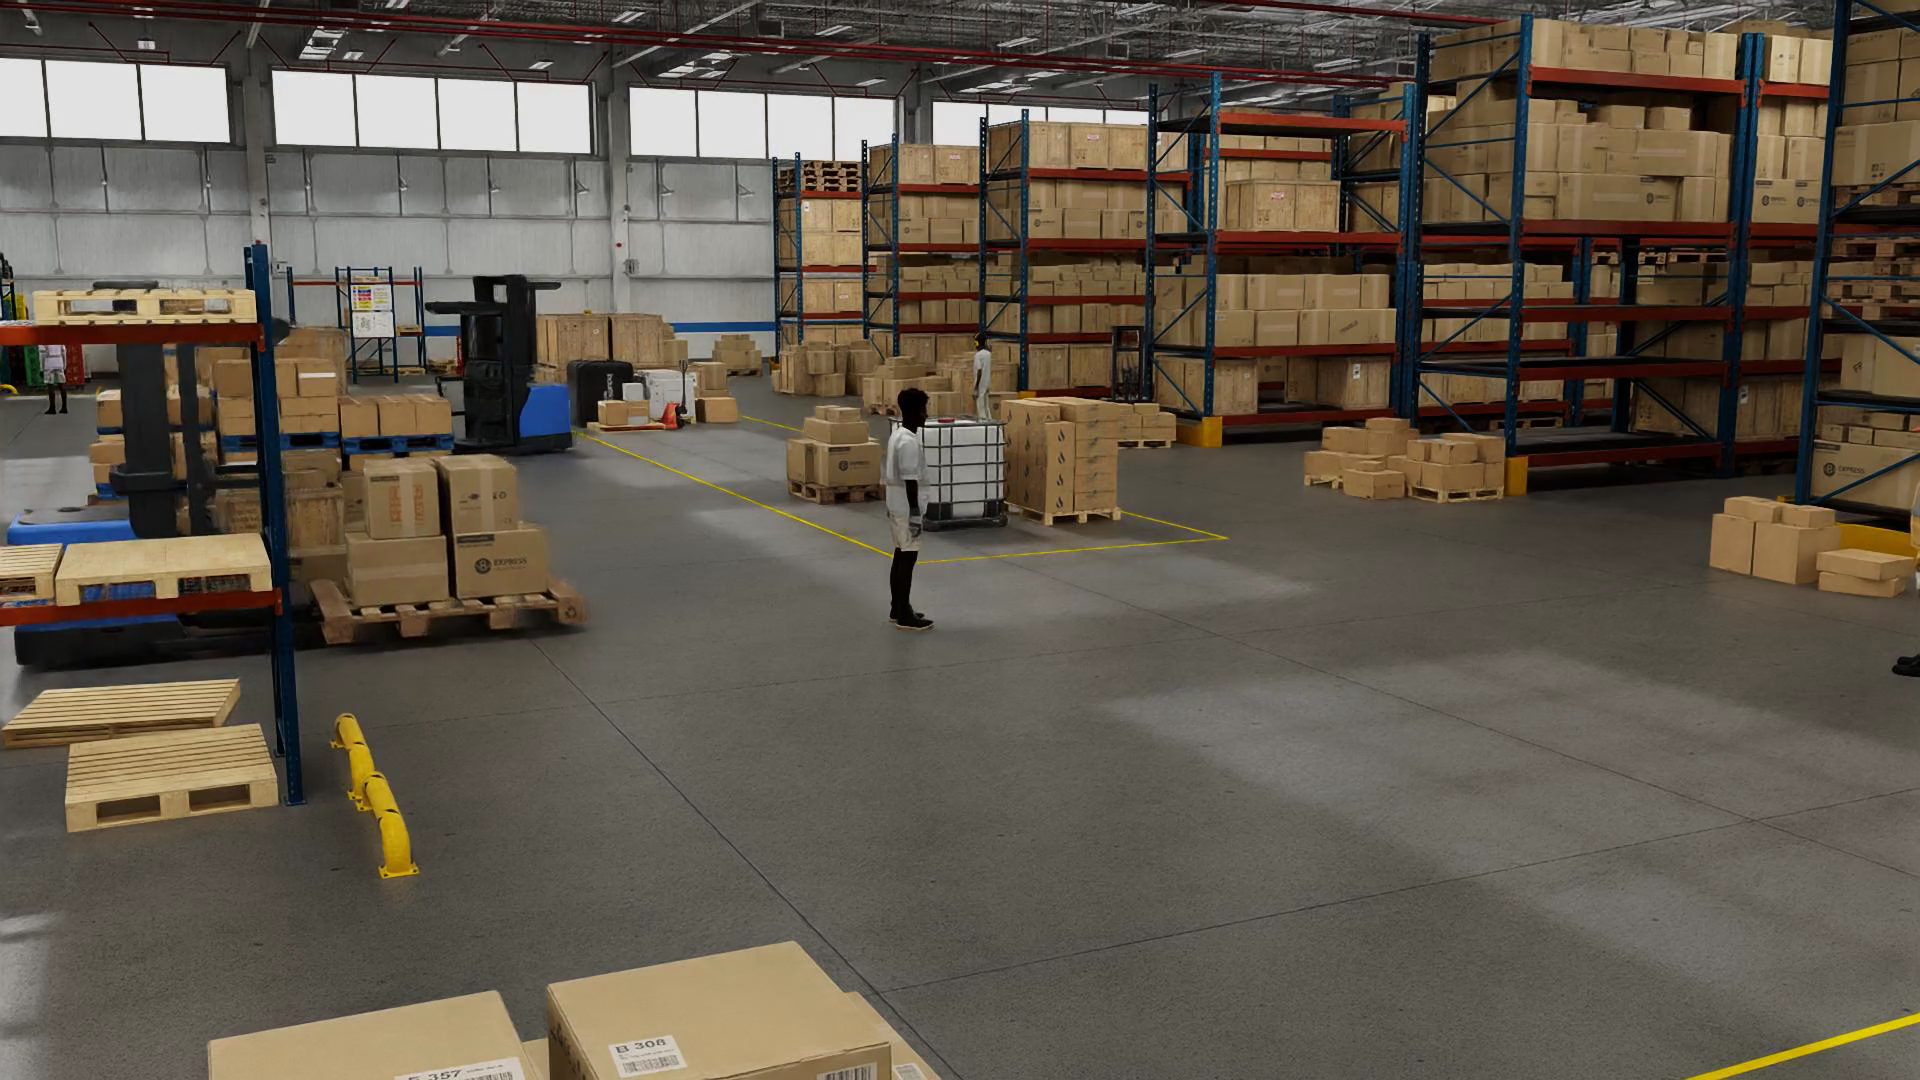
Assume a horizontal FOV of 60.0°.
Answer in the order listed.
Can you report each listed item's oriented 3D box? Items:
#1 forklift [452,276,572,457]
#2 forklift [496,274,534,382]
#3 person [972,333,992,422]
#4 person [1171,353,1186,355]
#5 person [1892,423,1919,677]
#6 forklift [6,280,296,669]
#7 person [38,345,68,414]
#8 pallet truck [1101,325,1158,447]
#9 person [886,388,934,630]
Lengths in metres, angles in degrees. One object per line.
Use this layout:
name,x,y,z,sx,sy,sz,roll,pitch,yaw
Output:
forklift,-7.205,-2.761,26.219,1.129,2.768,1.873,7,12,37
forklift,-11.284,-5.374,42.428,1.873,2.768,1.129,-4,10,-25
person,0.355,-2.572,28.197,0.330,1.865,0.518,4,10,25
person,4.354,-3.278,33.395,0.853,1.588,0.533,-4,10,-26
person,6.932,0.018,11.892,0.361,1.935,0.553,7,11,37
forklift,-6.142,-0.559,12.555,1.873,2.768,1.129,-4,10,-25
person,-18.475,-3.523,33.858,0.354,1.939,0.545,6,11,33
pallet truck,2.881,-2.596,27.923,0.823,1.965,1.885,-1,9,-7
person,-0.414,-0.257,13.511,0.362,1.963,0.614,-2,9,-12
